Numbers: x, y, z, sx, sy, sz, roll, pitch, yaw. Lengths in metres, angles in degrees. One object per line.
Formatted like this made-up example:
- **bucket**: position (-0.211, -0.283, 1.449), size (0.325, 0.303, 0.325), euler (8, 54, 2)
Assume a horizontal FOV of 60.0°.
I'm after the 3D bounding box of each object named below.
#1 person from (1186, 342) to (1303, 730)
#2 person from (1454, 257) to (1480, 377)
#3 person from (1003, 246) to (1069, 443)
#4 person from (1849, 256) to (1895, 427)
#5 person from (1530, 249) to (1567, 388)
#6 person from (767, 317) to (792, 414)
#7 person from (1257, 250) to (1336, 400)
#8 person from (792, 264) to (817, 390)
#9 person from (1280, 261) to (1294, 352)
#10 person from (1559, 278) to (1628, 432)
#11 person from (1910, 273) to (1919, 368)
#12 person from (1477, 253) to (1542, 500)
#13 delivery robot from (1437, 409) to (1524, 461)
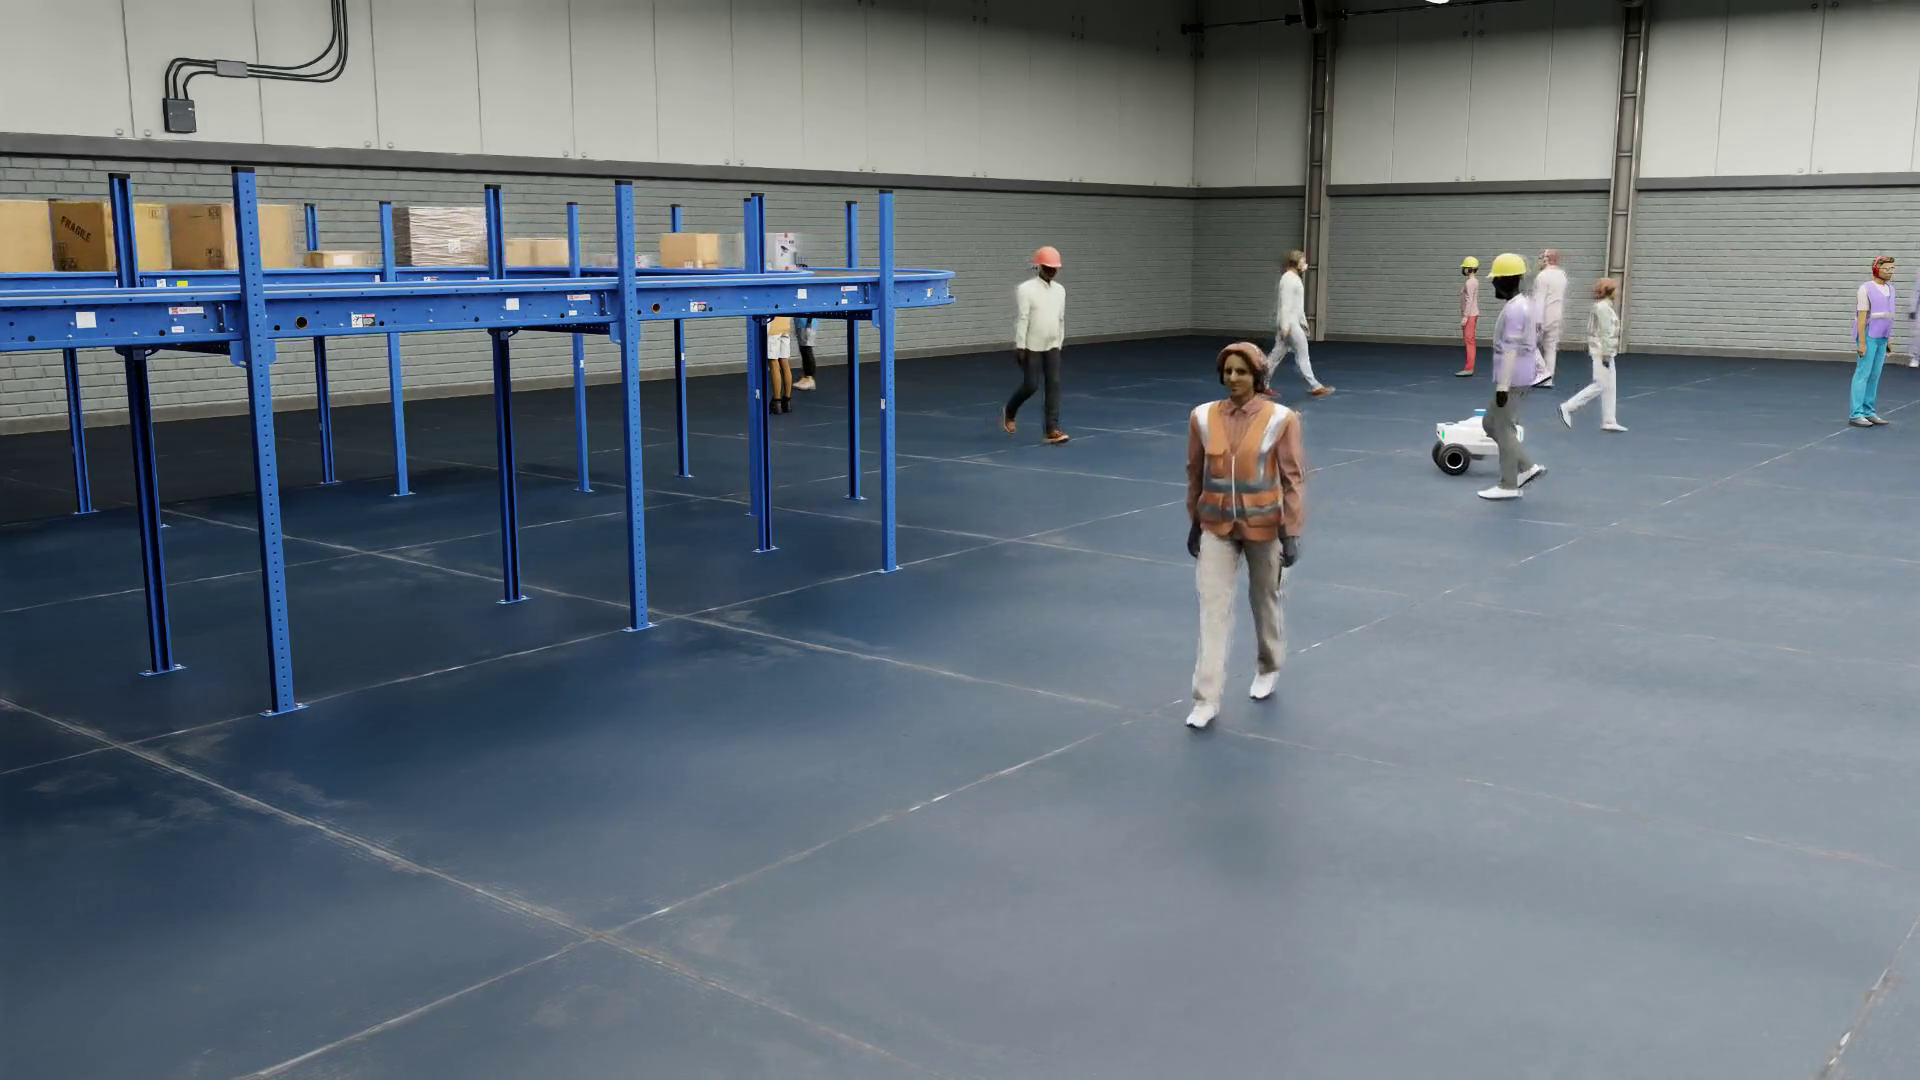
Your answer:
- **person**: position (1.209, -0.049, 7.103), size (0.529, 1.595, 0.847), euler (5, 11, 25)
- **person**: position (7.578, -3.333, 24.820), size (0.309, 1.772, 0.525), euler (4, 11, 23)
- **person**: position (0.775, -1.960, 16.701), size (0.625, 1.970, 0.782), euler (-8, 13, -36)
- **person**: position (9.982, -2.176, 18.195), size (0.567, 1.845, 0.386), euler (-7, 12, -33)
- **person**: position (7.987, -3.024, 22.755), size (0.678, 1.891, 0.433), euler (-9, 14, -41)
- **person**: position (-2.183, -2.455, 19.482), size (0.363, 1.939, 0.542), euler (5, 11, 26)
- **person**: position (4.260, -2.726, 21.133), size (1.016, 1.886, 0.649), euler (2, 11, 14)
- **person**: position (-2.118, -2.907, 22.664), size (0.317, 1.696, 0.539), euler (-4, 11, -20)
- **person**: position (5.925, -4.218, 30.098), size (0.499, 1.634, 0.288), euler (-10, 14, -44)
- **person**: position (6.751, -1.957, 17.579), size (0.622, 1.619, 0.524), euler (5, 12, 28)
- **person**: position (15.258, -3.593, 25.983), size (0.684, 1.876, 0.527), euler (5, 11, 24)
- **person**: position (4.259, -1.263, 12.937), size (0.429, 1.911, 0.608), euler (4, 11, 21)
- **delivery robot**: position (4.558, -0.904, 14.584), size (0.707, 0.478, 0.477), euler (2, 10, 9)
